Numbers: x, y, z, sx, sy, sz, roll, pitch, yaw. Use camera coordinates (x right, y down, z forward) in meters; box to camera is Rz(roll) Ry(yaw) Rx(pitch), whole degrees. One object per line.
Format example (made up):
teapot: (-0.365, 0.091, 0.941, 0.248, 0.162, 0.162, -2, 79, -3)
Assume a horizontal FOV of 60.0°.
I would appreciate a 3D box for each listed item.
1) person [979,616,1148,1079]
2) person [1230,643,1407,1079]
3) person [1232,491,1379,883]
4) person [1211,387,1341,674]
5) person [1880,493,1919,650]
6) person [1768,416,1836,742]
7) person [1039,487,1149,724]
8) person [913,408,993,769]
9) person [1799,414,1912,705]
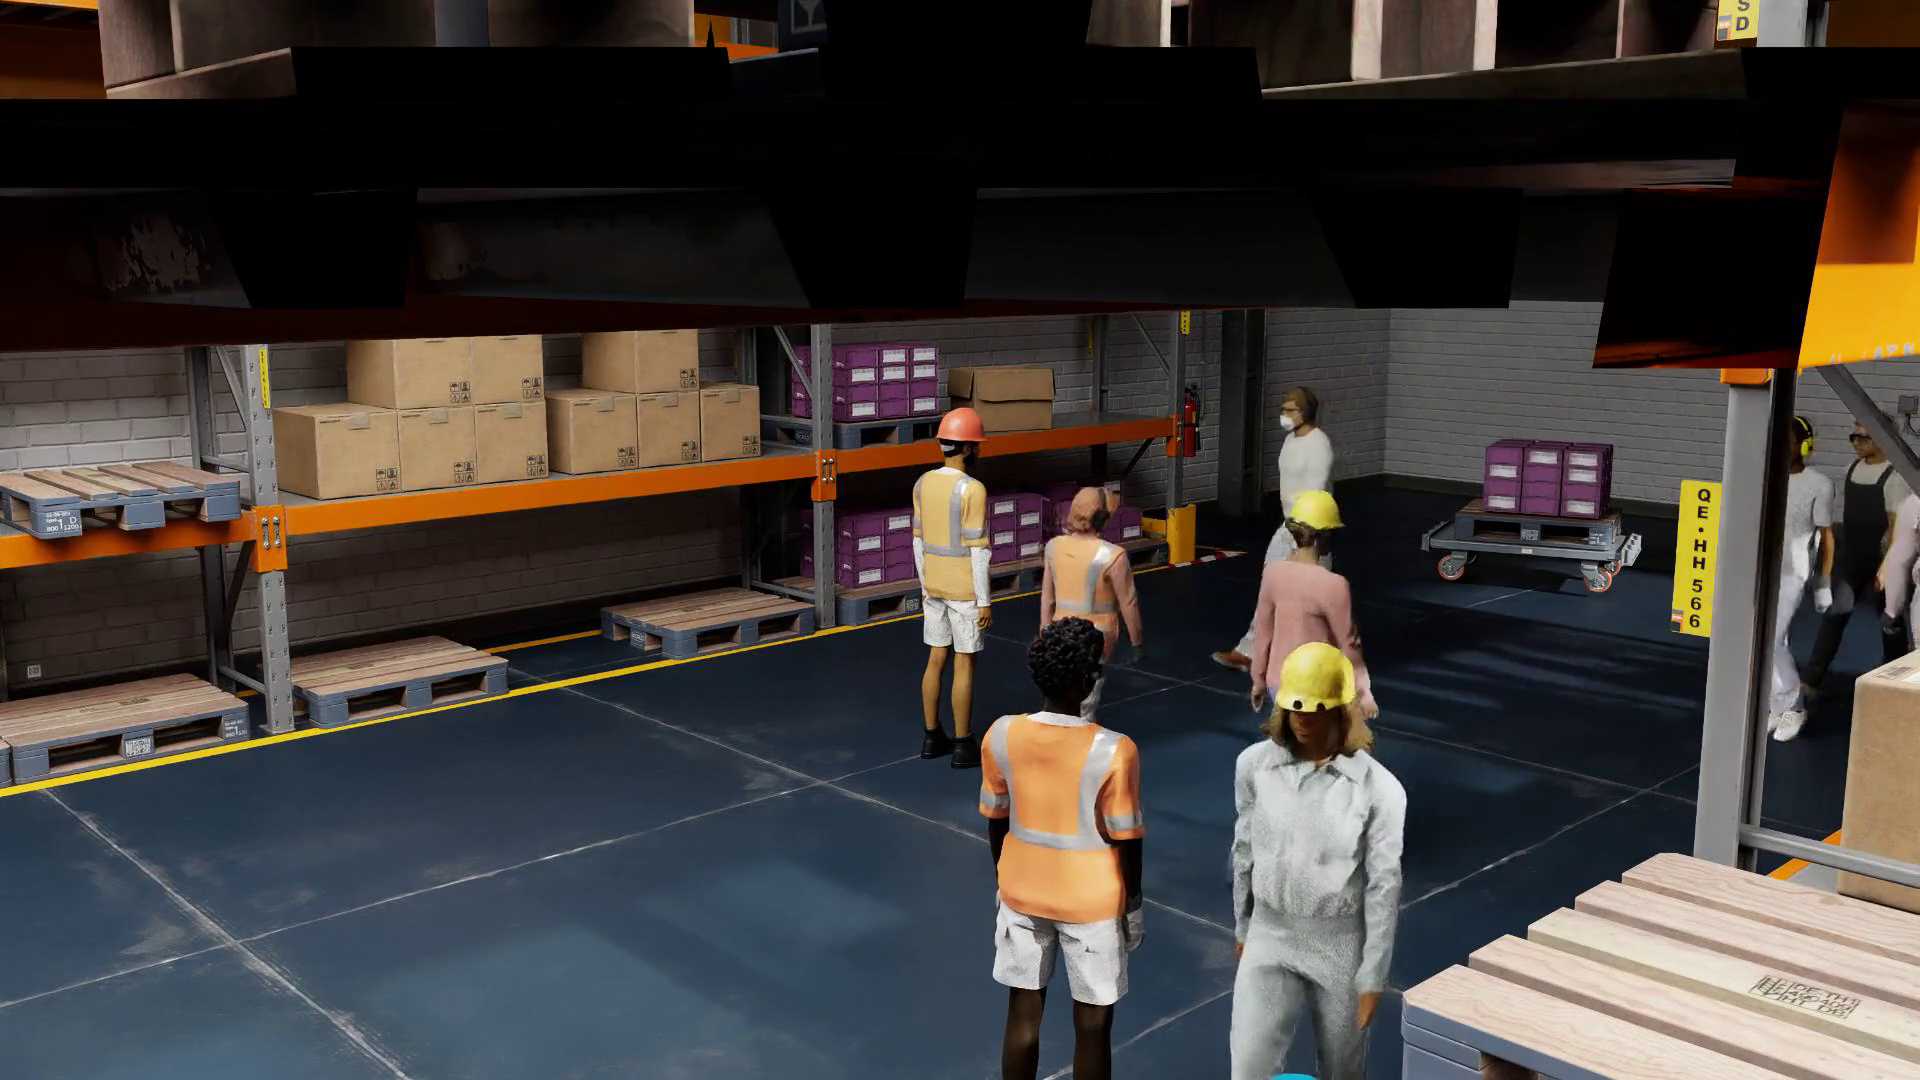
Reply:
person: (0.310, 1.063, 4.925, 0.535, 1.697, 0.318, 6, 11, 30)
person: (0.904, 1.127, 4.446, 0.497, 1.710, 0.806, 6, 11, 30)
person: (1.548, 0.645, 7.313, 0.914, 1.720, 0.530, -4, 11, -24)
person: (2.086, -0.026, 10.691, 0.945, 1.897, 0.664, -2, 10, -10)
person: (5.127, 0.365, 8.562, 0.646, 1.860, 0.993, 1, 10, 7)
person: (4.651, 0.217, 9.441, 0.456, 1.853, 0.536, -3, 10, -18)
person: (0.689, 0.526, 8.316, 0.747, 1.607, 0.517, -9, 13, -41)
person: (-0.003, 0.255, 8.954, 0.372, 1.933, 0.552, -8, 13, -39)
person: (5.414, 0.136, 10.017, 0.918, 1.799, 0.541, -3, 10, -18)
